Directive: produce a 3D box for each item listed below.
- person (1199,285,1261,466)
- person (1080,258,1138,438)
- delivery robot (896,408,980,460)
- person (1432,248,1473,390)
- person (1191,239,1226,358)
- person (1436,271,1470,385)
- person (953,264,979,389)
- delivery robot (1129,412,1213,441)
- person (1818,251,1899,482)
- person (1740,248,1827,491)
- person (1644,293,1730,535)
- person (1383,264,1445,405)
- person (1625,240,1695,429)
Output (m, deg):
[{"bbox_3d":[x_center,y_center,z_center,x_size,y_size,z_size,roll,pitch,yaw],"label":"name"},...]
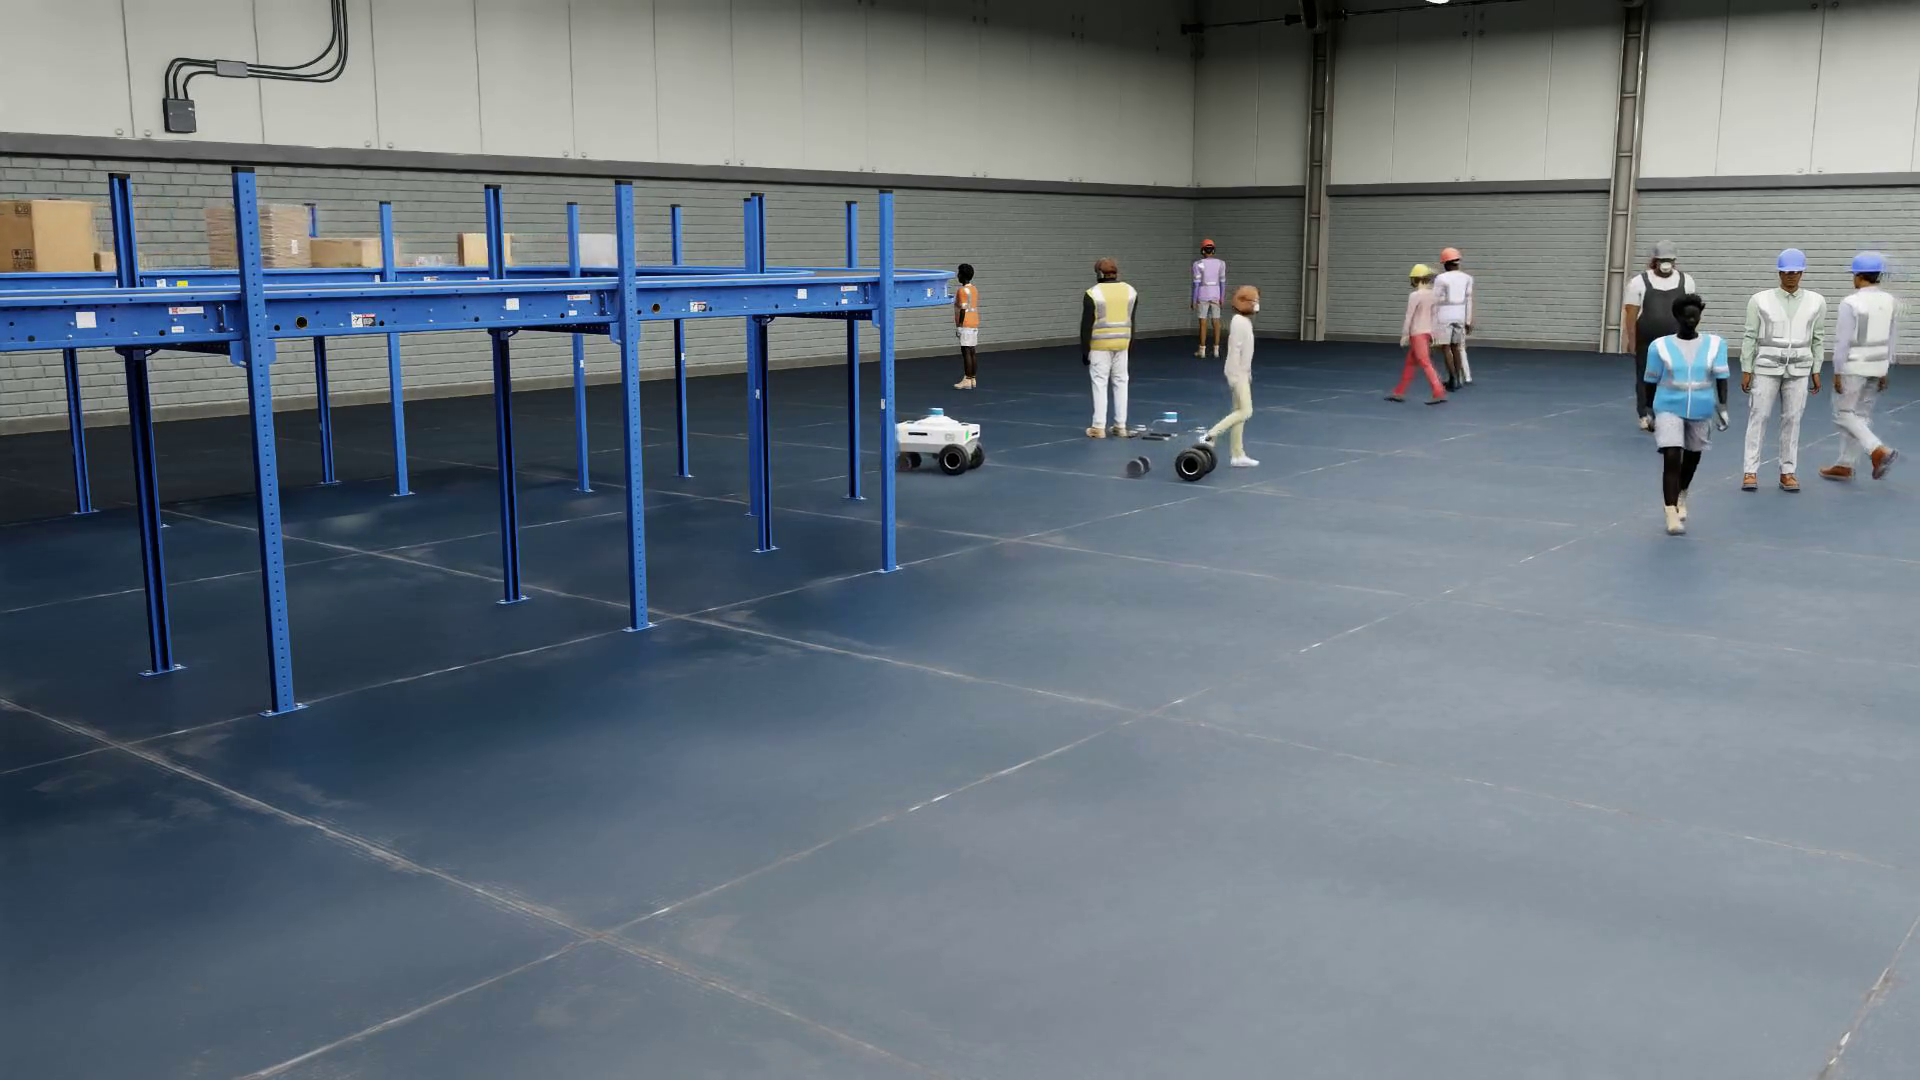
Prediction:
[{"bbox_3d":[2.429,-1.458,14.843,0.477,1.615,0.522,2,10,10],"label":"person"},{"bbox_3d":[1.513,-1.976,17.141,0.627,1.832,0.428,-4,11,-23],"label":"person"},{"bbox_3d":[-0.198,-0.920,14.674,0.707,0.478,0.477,4,11,20],"label":"delivery robot"},{"bbox_3d":[6.663,-2.999,22.585,0.558,1.905,0.648,-3,11,-16],"label":"person"},{"bbox_3d":[4.279,-4.178,28.770,0.605,2.034,0.392,-3,11,-14],"label":"person"},{"bbox_3d":[6.921,-2.975,23.286,0.553,1.610,0.342,-7,12,-32],"label":"person"},{"bbox_3d":[0.083,-2.916,22.709,0.318,1.696,0.536,3,11,18],"label":"person"},{"bbox_3d":[1.813,-0.983,14.301,0.698,0.223,0.335,4,11,20],"label":"delivery robot"},{"bbox_3d":[7.521,-1.421,13.791,0.613,1.928,0.722,-4,11,-20],"label":"person"},{"bbox_3d":[6.647,-1.372,13.453,0.615,1.945,0.400,2,10,12],"label":"person"},{"bbox_3d":[5.095,-0.915,11.731,0.541,1.661,0.853,2,10,12],"label":"person"},{"bbox_3d":[5.683,-2.546,20.600,0.893,1.720,0.535,9,14,42],"label":"person"},{"bbox_3d":[7.443,-2.152,17.640,0.720,2.000,0.875,2,10,11],"label":"person"}]
